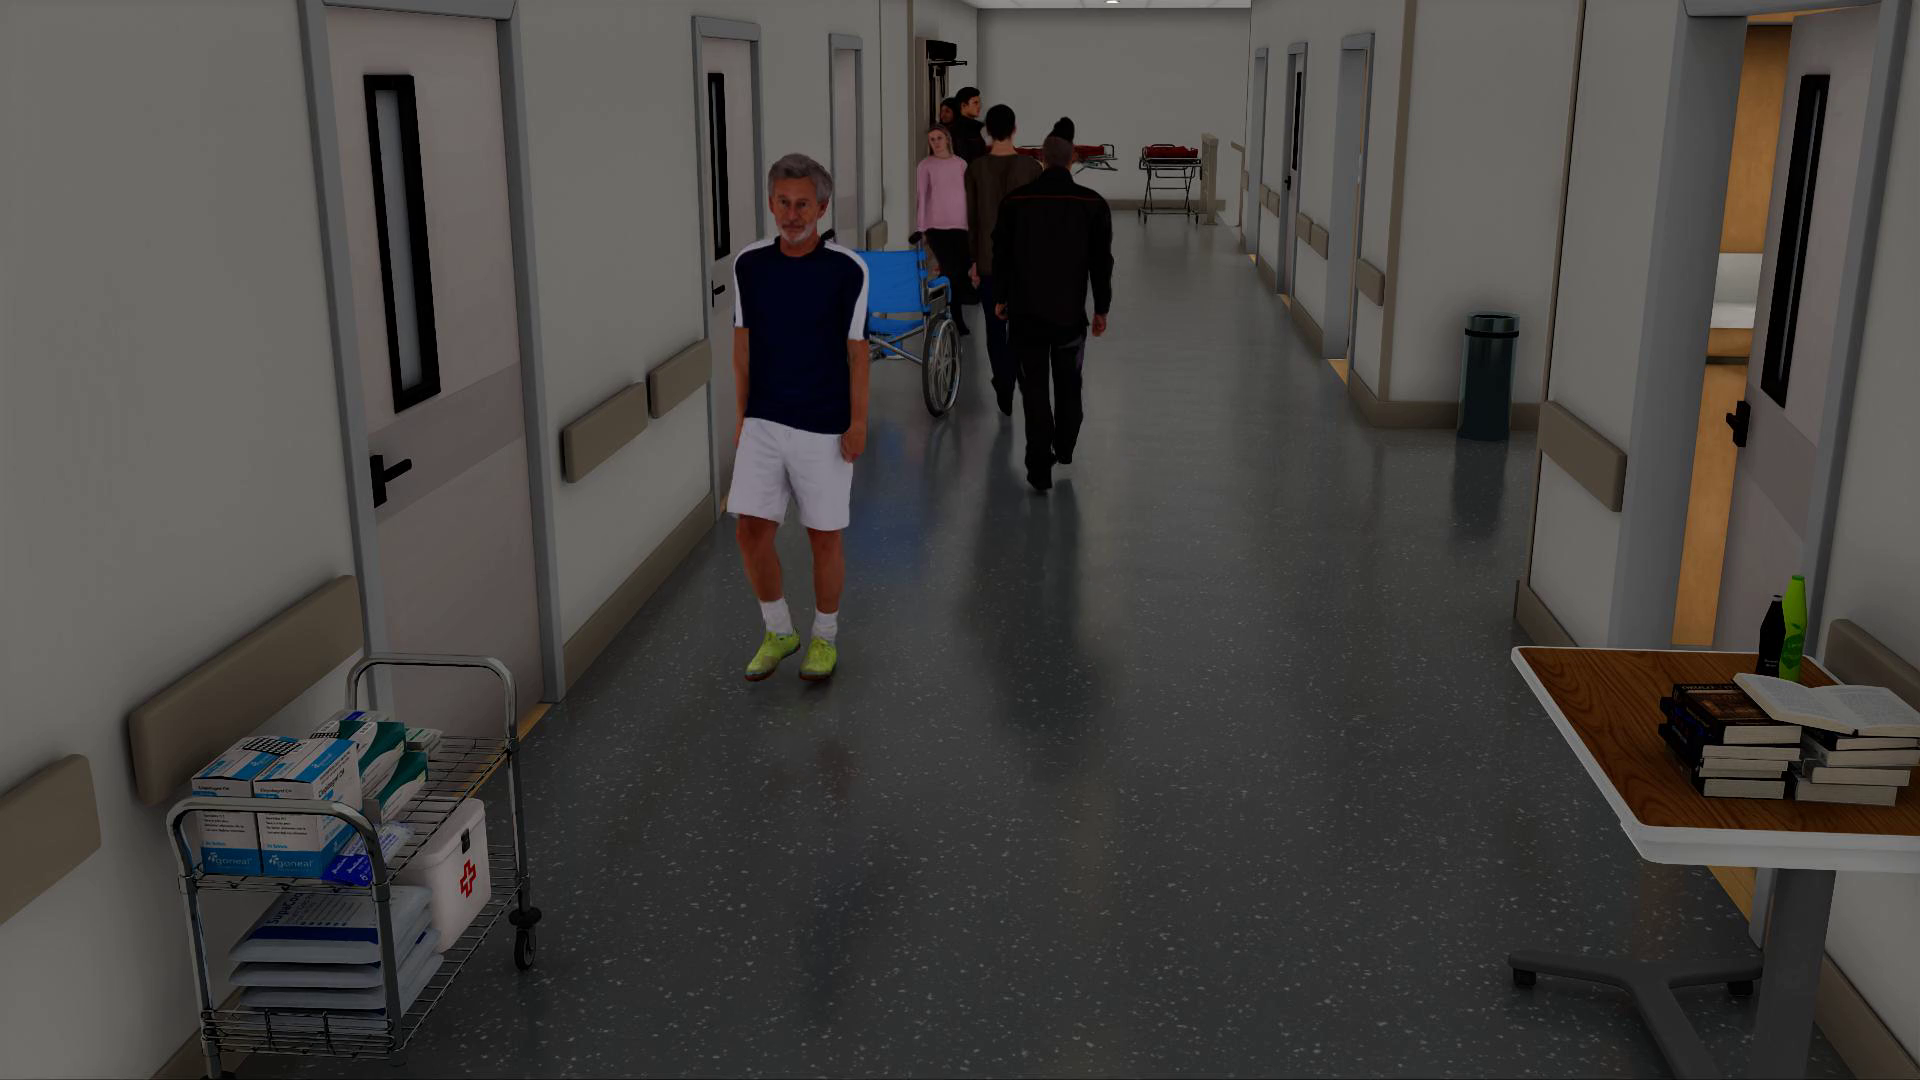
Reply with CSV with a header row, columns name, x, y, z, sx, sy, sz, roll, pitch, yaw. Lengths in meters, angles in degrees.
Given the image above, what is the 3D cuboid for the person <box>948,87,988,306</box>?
name,x,y,z,sx,sy,sz,roll,pitch,yaw
person,0.056,-3.174,15.298,0.800,1.946,0.593,4,16,15

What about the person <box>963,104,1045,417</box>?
name,x,y,z,sx,sy,sz,roll,pitch,yaw
person,0.264,-1.662,10.091,0.677,1.859,1.111,2,16,8

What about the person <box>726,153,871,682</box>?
name,x,y,z,sx,sy,sz,roll,pitch,yaw
person,-0.523,-0.410,5.730,0.689,1.817,0.667,3,16,11

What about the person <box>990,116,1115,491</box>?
name,x,y,z,sx,sy,sz,roll,pitch,yaw
person,0.460,-1.159,8.360,0.867,1.832,1.069,-1,16,-5

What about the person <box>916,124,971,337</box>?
name,x,y,z,sx,sy,sz,roll,pitch,yaw
person,-0.136,-2.472,13.366,0.994,1.642,1.222,-8,17,-25
